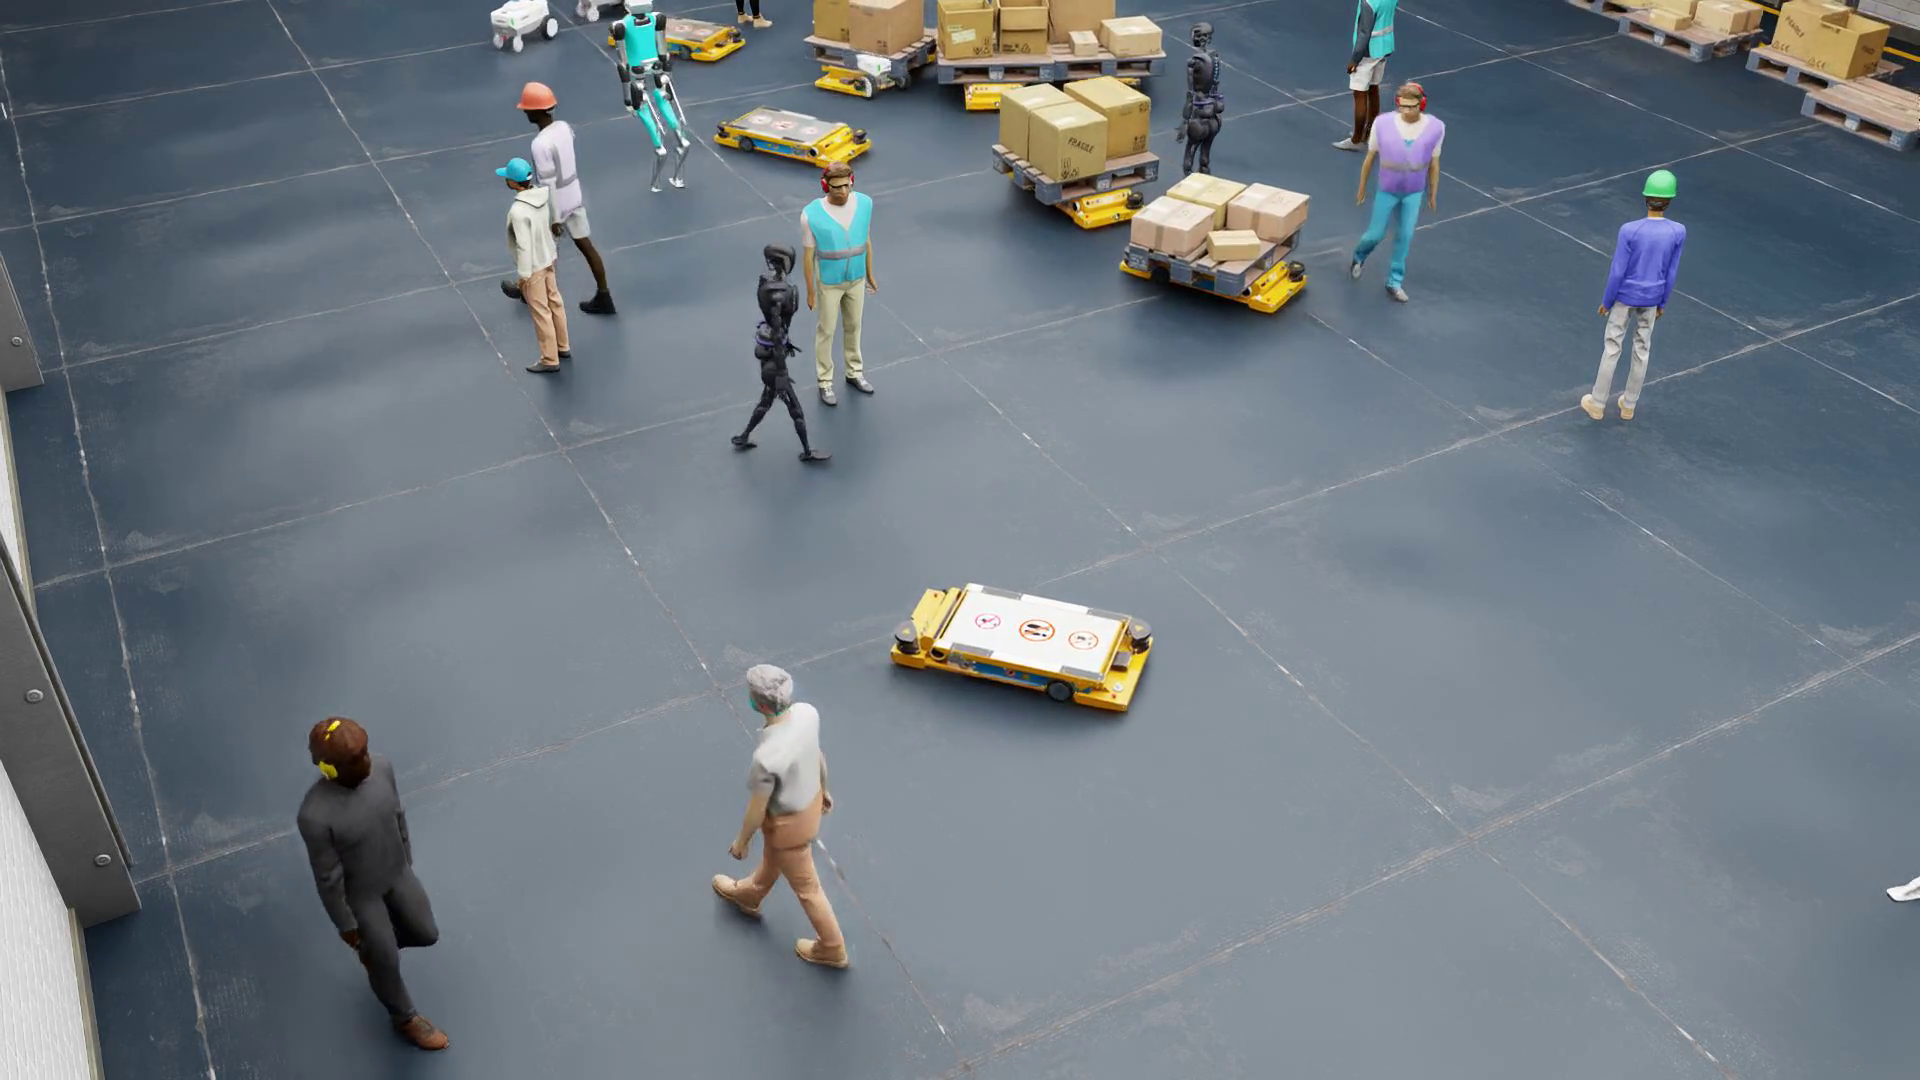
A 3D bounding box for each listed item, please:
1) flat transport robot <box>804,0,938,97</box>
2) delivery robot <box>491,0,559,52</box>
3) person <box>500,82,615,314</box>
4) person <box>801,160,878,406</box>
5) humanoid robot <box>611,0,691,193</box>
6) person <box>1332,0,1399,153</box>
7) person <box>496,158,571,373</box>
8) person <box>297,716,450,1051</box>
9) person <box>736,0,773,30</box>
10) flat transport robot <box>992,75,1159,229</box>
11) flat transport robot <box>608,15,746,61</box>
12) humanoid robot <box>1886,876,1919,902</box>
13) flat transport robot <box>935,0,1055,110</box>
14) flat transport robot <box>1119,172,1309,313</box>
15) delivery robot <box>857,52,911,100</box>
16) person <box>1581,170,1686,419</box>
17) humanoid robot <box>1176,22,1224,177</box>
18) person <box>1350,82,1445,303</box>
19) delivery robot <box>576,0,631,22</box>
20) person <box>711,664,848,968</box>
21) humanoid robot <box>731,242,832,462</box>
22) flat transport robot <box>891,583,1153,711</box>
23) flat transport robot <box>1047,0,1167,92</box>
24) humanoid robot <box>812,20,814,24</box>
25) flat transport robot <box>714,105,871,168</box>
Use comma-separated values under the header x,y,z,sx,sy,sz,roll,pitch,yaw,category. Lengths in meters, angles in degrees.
x,y,z,sx,sy,sz,roll,pitch,yaw,category
-0.911,-5.162,18.086,0.659,0.231,1.431,18,39,24,flat transport robot
-4.984,-5.920,18.924,0.499,0.602,0.795,15,38,20,delivery robot
-3.253,-2.689,13.138,0.989,1.885,0.567,10,36,14,person
-0.874,-1.879,12.025,0.568,1.843,0.373,-21,40,-27,person
-2.744,-4.010,15.160,0.530,1.779,0.696,-25,42,-31,humanoid robot
3.948,-4.689,15.952,0.419,1.943,0.548,27,43,33,person
-3.178,-2.047,12.410,0.377,1.674,0.478,7,36,10,person
-2.596,1.472,7.227,0.551,1.862,0.495,18,39,24,person
-2.445,-6.748,19.104,0.530,1.697,0.322,28,44,34,person
1.066,-3.274,15.390,0.659,0.231,1.431,-17,39,-23,flat transport robot
-3.216,-5.697,18.850,1.431,0.231,0.659,15,38,21,flat transport robot
5.135,1.027,7.996,0.979,1.768,0.530,-9,36,-12,humanoid robot
0.363,-4.933,17.759,0.659,0.231,1.431,-1,35,-2,flat transport robot
2.124,-2.280,13.972,1.431,0.231,0.659,21,40,27,flat transport robot
-0.911,-5.044,17.658,0.499,0.582,0.764,-22,41,-28,delivery robot
4.778,-1.712,11.771,0.459,1.867,0.357,3,35,4,person
2.161,-3.794,14.903,0.416,1.631,0.610,21,40,27,humanoid robot
3.530,-2.849,13.432,0.608,1.821,0.516,-1,35,-2,person
-4.182,-6.513,19.783,0.815,0.614,0.499,-25,42,-31,delivery robot
-0.902,1.243,7.686,0.850,1.707,0.480,11,37,16,person
-1.271,-1.269,11.353,0.725,1.658,0.590,-2,35,-3,humanoid robot
0.371,0.610,9.845,1.431,0.231,0.659,11,37,15,flat transport robot
1.499,-5.040,17.912,0.659,0.231,1.431,-4,35,-6,flat transport robot
-1.504,-6.776,19.055,0.694,1.732,0.530,21,40,27,humanoid robot
-1.660,-3.972,16.387,1.431,0.231,0.659,18,39,24,flat transport robot
